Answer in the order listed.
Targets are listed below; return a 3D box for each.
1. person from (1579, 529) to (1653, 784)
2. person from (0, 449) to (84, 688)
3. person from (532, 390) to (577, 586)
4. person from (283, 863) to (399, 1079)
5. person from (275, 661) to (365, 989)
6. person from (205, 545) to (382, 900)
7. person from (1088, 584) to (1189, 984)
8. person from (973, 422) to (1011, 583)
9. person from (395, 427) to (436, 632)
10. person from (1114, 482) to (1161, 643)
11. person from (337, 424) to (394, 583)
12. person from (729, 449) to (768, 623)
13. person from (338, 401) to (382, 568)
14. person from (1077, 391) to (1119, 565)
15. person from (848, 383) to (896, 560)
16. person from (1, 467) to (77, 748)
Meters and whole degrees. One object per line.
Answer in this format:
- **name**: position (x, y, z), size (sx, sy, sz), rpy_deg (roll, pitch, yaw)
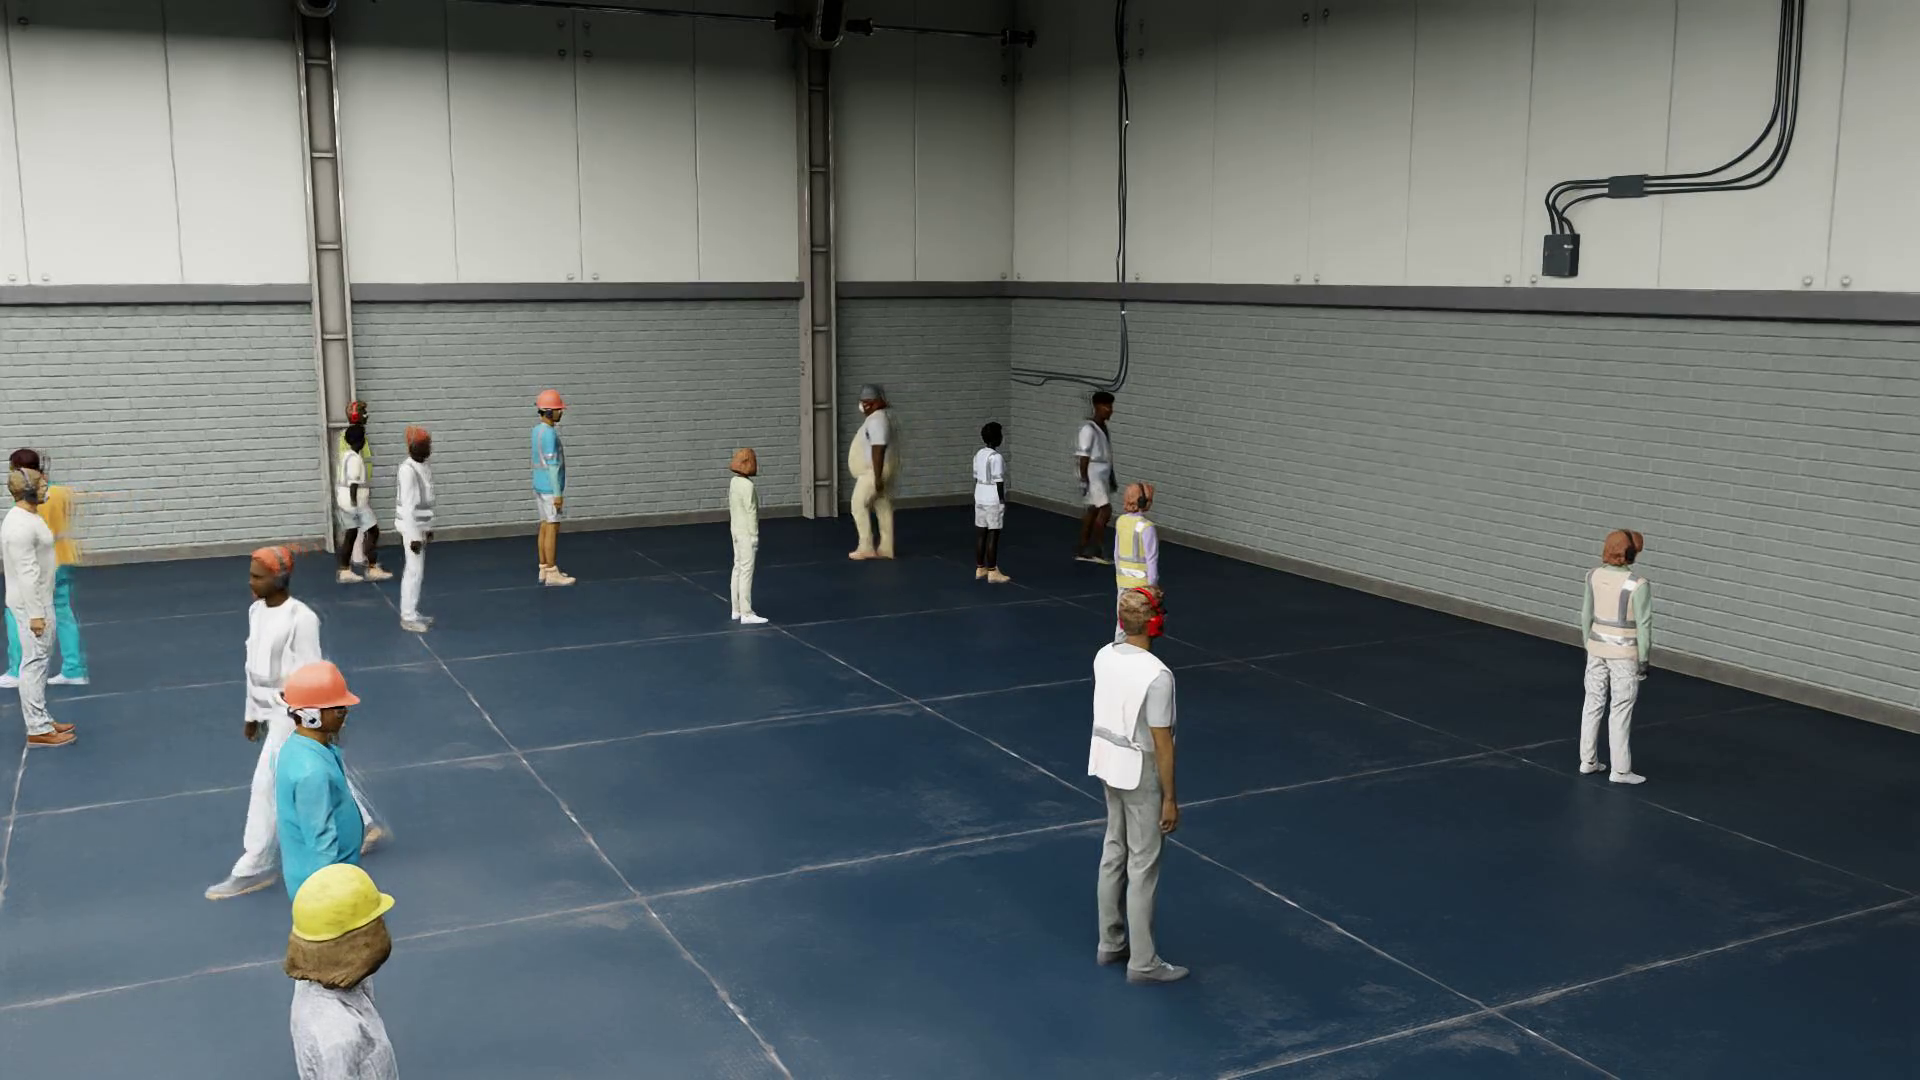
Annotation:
- **person**: position (4.205, 0.744, 10.674), size (0.306, 1.640, 0.522), rpy_deg (-5, 10, -27)
- **person**: position (-7.341, 0.227, 13.100), size (0.784, 1.891, 0.583), rpy_deg (1, 9, 8)
- **person**: position (-4.252, -0.542, 17.360), size (0.372, 2.042, 0.615), rpy_deg (-5, 10, -27)
- **person**: position (-1.612, 1.704, 4.434), size (0.282, 1.746, 0.493), rpy_deg (-5, 10, -27)
- **person**: position (-2.532, 1.341, 6.645), size (0.330, 1.750, 0.572), rpy_deg (-5, 10, -27)
- **person**: position (-3.600, 0.930, 8.966), size (1.001, 1.843, 0.584), rpy_deg (-9, 13, -44)
- **person**: position (0.809, 1.123, 7.693), size (0.380, 1.849, 0.570), rpy_deg (-5, 10, -27)
- **person**: position (0.332, -0.399, 17.546), size (0.315, 1.696, 0.541), rpy_deg (-5, 10, -27)
- **person**: position (-4.989, -0.099, 15.198), size (0.425, 1.865, 0.622), rpy_deg (-1, 9, -4)
- **person**: position (1.381, 0.366, 13.006), size (0.306, 1.640, 0.522), rpy_deg (-5, 10, -27)
- **person**: position (-6.267, -0.381, 17.506), size (0.665, 1.660, 0.566), rpy_deg (-5, 10, -27)
- **person**: position (-1.996, -0.040, 15.524), size (0.276, 1.633, 0.507), rpy_deg (-5, 10, -27)
- **person**: position (-6.677, -0.613, 18.402), size (0.380, 1.845, 0.570), rpy_deg (-5, 10, -27)
- **person**: position (1.622, -0.702, 18.644), size (0.696, 1.937, 0.608), rpy_deg (4, 10, 21)
- **person**: position (-1.046, -0.787, 18.878), size (0.674, 2.000, 0.696), rpy_deg (1, 9, 3)
- **person**: position (-6.386, 0.461, 11.500), size (0.362, 1.939, 0.635), rpy_deg (-5, 10, -27)
